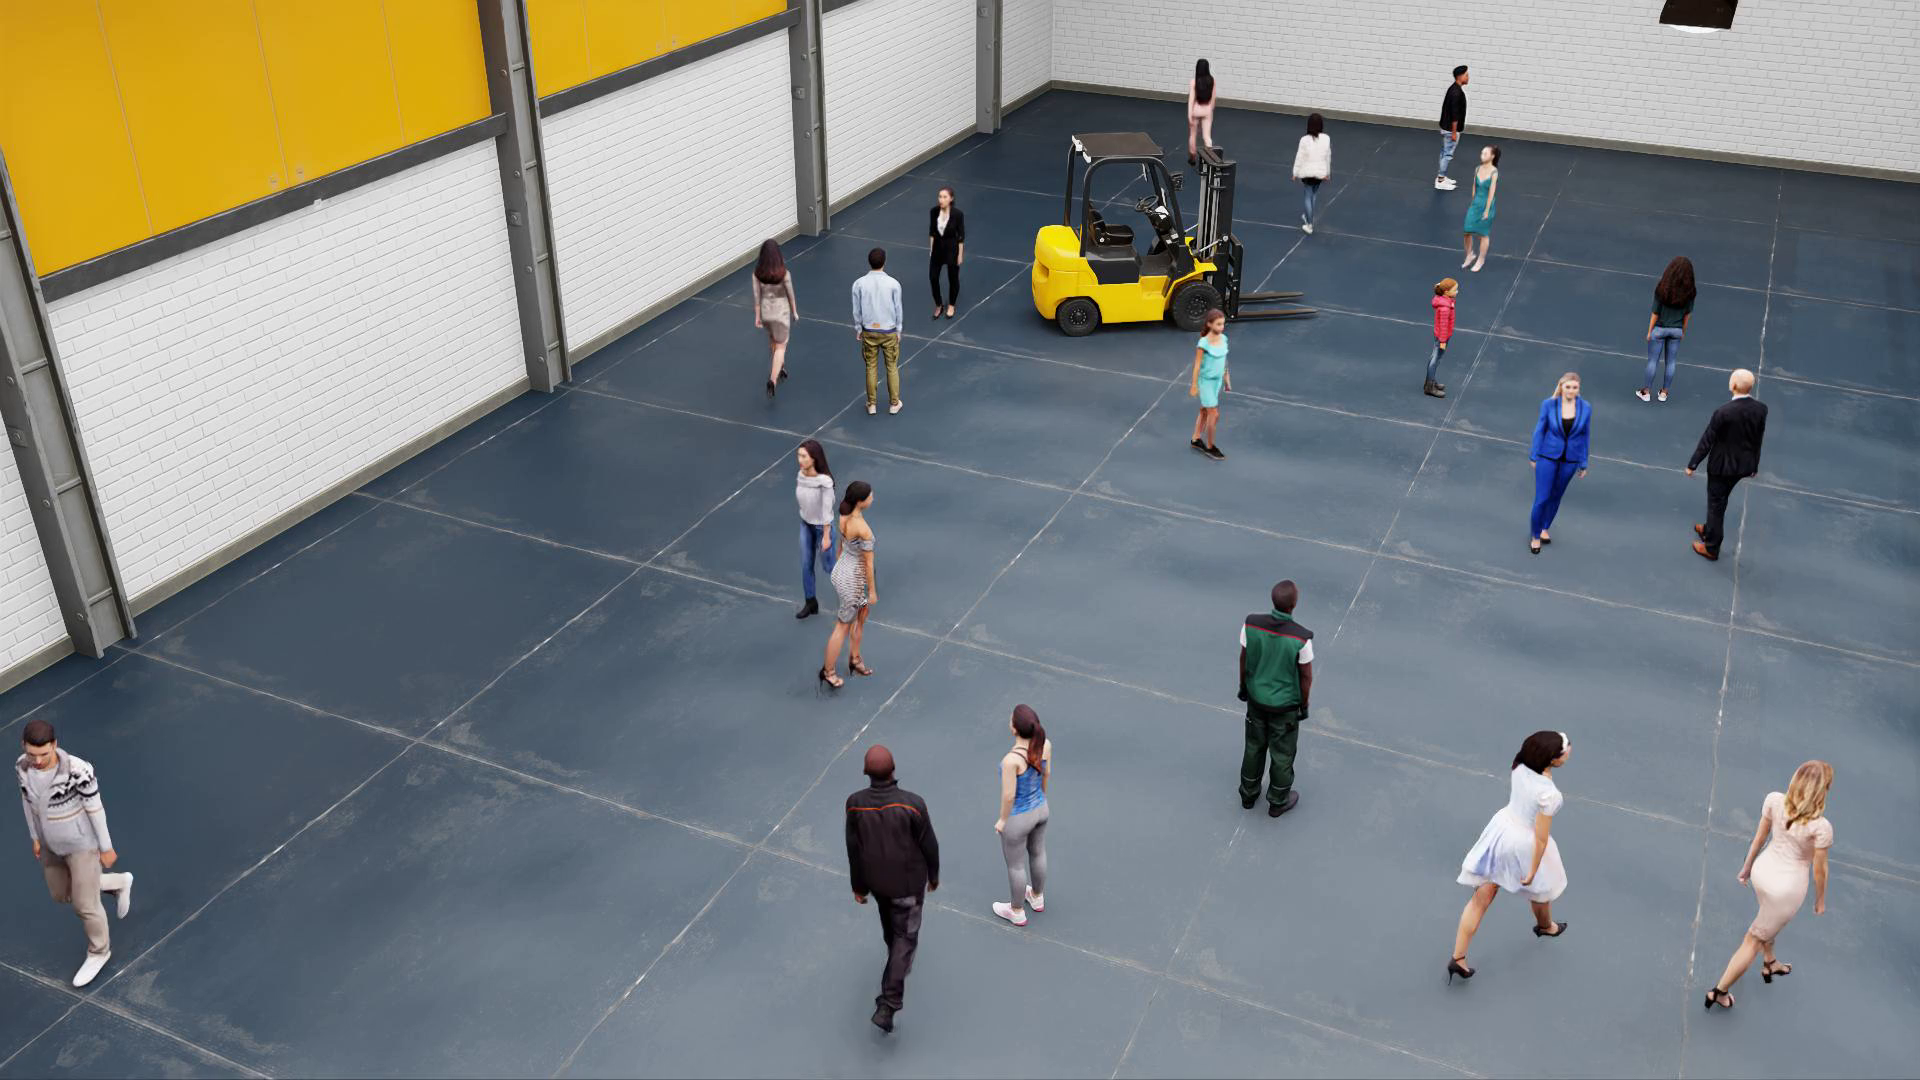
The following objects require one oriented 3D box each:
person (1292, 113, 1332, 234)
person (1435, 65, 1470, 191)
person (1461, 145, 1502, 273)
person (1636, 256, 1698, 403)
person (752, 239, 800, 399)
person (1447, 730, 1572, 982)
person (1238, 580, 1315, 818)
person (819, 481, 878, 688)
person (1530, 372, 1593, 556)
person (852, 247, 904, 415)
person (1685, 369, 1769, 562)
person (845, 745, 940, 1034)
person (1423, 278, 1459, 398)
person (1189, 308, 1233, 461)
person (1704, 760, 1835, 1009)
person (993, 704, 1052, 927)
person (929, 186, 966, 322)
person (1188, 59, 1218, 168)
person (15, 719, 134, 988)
[{"bbox_3d":[4.902,-5.049,22.996,0.904,1.617,0.985,-6,29,-11],"label":"person"},{"bbox_3d":[7.343,-6.186,24.877,0.797,1.811,0.610,6,29,12],"label":"person"},{"bbox_3d":[6.839,-4.289,21.542,0.717,1.675,0.669,-18,33,-30],"label":"person"},{"bbox_3d":[7.613,-2.271,17.902,0.680,1.617,0.698,3,29,5],"label":"person"},{"bbox_3d":[-2.001,-2.349,17.951,0.723,1.709,1.138,7,29,13],"label":"person"},{"bbox_3d":[3.282,1.944,10.043,1.224,1.745,1.114,-12,31,-20],"label":"person"},{"bbox_3d":[2.174,1.091,11.507,0.714,1.839,0.644,17,33,28],"label":"person"},{"bbox_3d":[-0.927,0.386,12.852,0.853,1.790,0.790,-13,31,-23],"label":"person"},{"bbox_3d":[5.396,-0.756,15.054,0.762,1.686,0.852,2,29,3],"label":"person"},{"bbox_3d":[-0.852,-2.204,17.578,0.743,1.811,0.700,2,29,3],"label":"person"},{"bbox_3d":[6.834,-0.628,14.713,0.943,1.788,1.004,-5,29,-9],"label":"person"},{"bbox_3d":[-0.411,2.055,9.787,0.823,1.795,1.235,9,30,15],"label":"person"},{"bbox_3d":[5.238,-2.227,18.134,0.606,1.318,0.483,7,29,13],"label":"person"},{"bbox_3d":[2.462,-1.612,16.769,0.773,1.547,0.781,-22,36,-35],"label":"person"},{"bbox_3d":[4.709,2.075,9.745,1.023,1.800,0.929,-12,31,-21],"label":"person"},{"bbox_3d":[0.409,1.734,10.568,0.594,1.610,0.701,-23,36,-36],"label":"person"},{"bbox_3d":[-0.127,-3.484,20.094,0.635,1.648,0.643,10,30,17],"label":"person"},{"bbox_3d":[3.748,-6.508,25.586,1.011,1.699,1.178,-5,29,-9],"label":"person"},{"bbox_3d":[-5.394,1.804,10.210,0.787,1.830,0.984,10,30,17],"label":"person"}]
